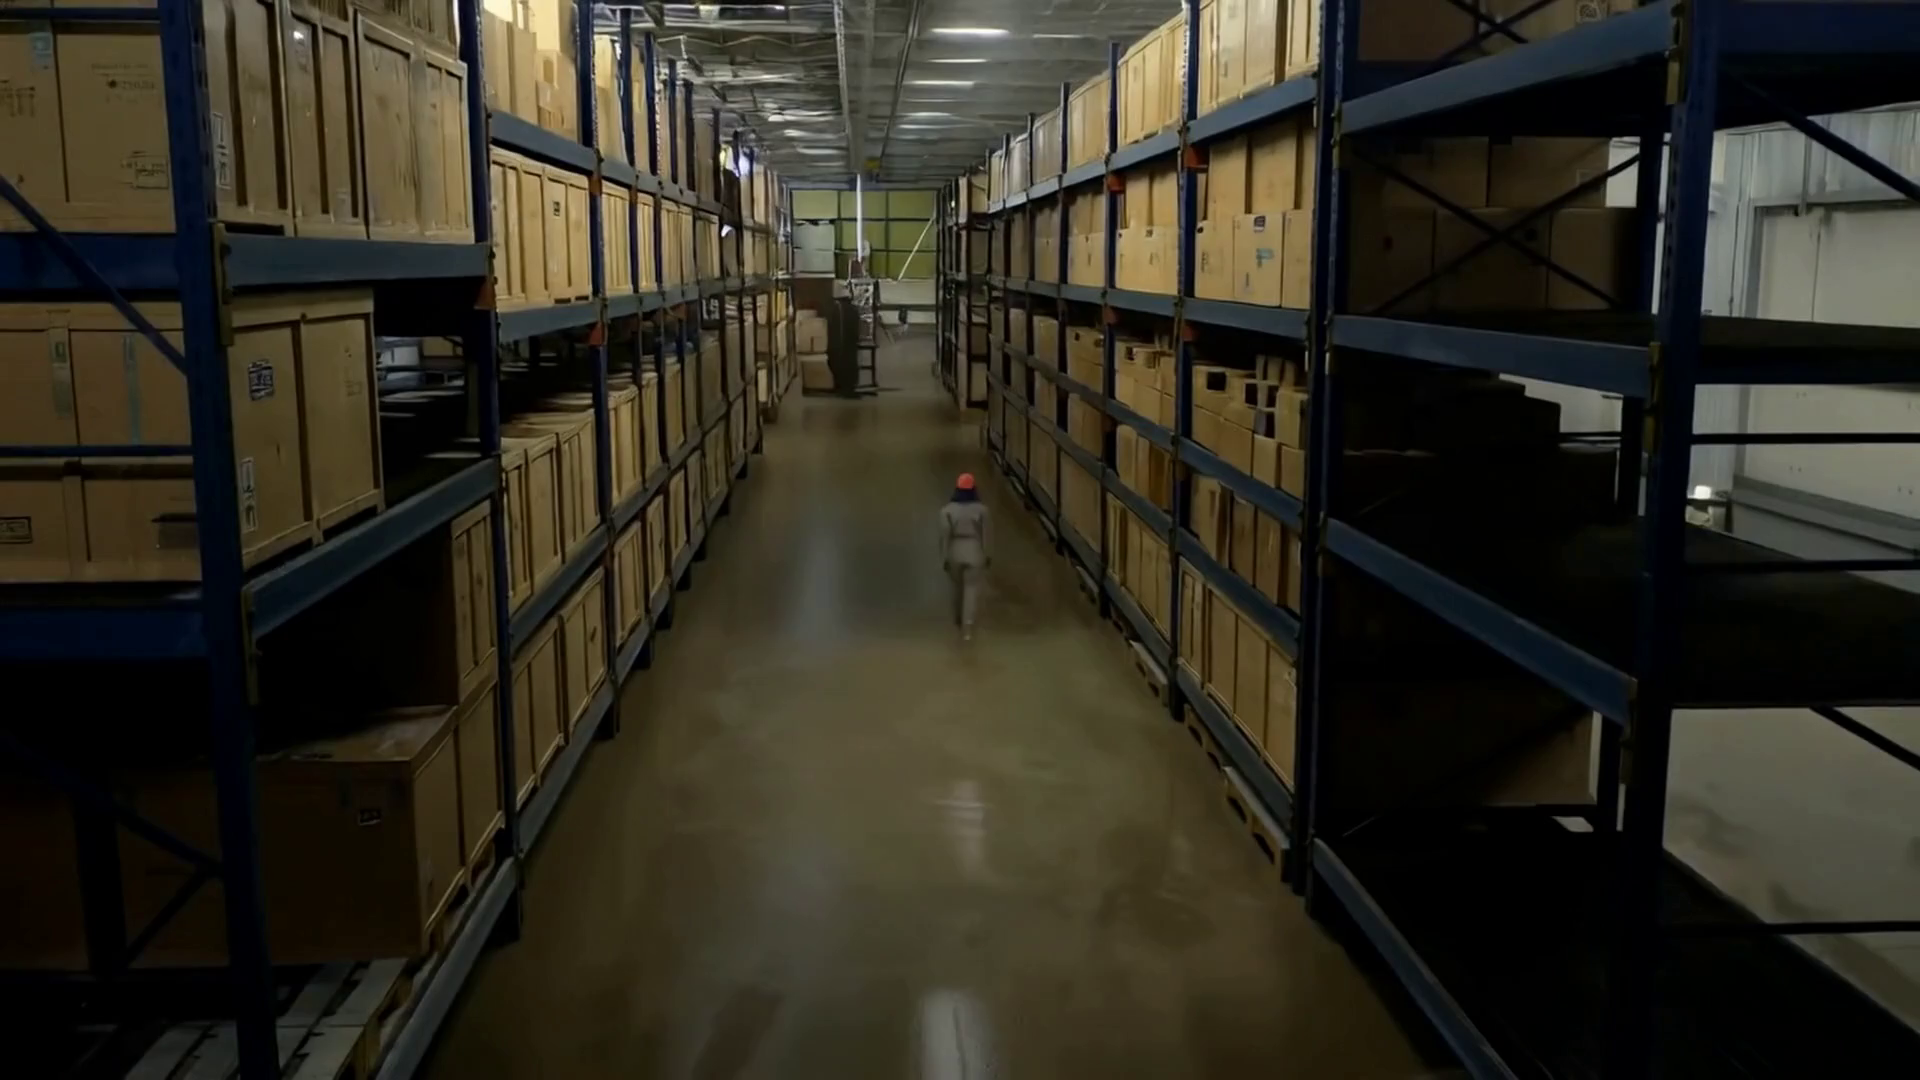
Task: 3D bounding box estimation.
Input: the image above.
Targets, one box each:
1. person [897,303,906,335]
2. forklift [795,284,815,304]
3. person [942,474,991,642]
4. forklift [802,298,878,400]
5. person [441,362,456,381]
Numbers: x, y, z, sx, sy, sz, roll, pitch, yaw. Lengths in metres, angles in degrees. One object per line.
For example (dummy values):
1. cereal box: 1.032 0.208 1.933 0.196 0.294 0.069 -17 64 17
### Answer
1. person: -3.114 -11.649 87.645 0.534 1.669 0.739 -7 12 -36
2. forklift: -7.102 -10.351 76.299 1.129 2.768 1.873 -1 10 -7
3. person: 0.064 0.172 17.002 0.495 1.696 0.927 0 10 3
4. forklift: -3.394 -5.362 46.495 1.873 2.768 1.129 4 10 22
5. person: -10.463 -2.714 33.909 0.909 1.799 0.566 -1 10 -7
